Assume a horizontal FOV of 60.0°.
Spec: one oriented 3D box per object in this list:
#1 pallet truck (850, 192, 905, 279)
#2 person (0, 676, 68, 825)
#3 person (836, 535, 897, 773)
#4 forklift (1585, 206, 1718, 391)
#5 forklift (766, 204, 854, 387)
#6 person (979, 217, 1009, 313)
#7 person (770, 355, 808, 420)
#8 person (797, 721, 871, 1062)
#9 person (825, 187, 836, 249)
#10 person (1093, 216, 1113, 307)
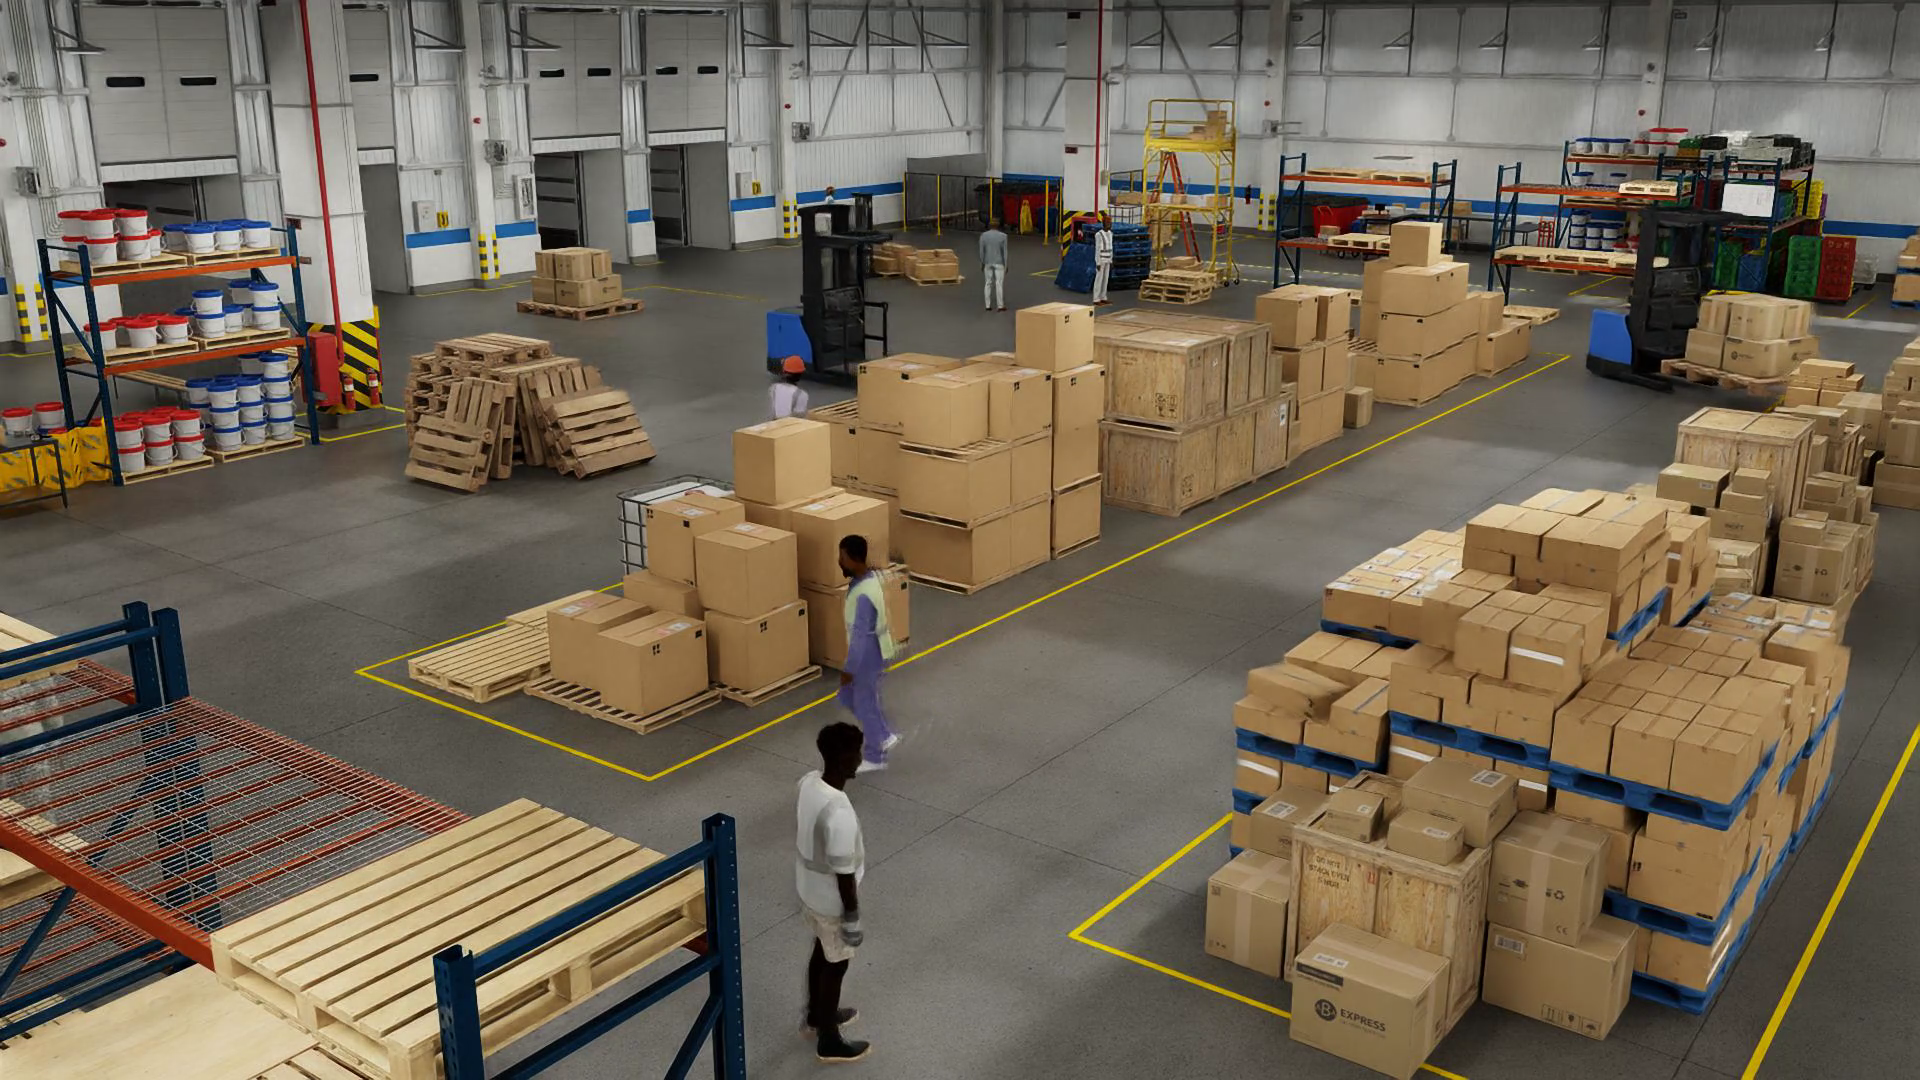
[{"bbox_3d":[-1.936,-7.159,38.982,1.885,1.965,0.823,-12,21,-34],"label":"pallet truck"},{"bbox_3d":[-6.183,1.400,10.837,0.634,1.921,0.698,-7,18,-21],"label":"person"},{"bbox_3d":[-0.744,0.874,12.563,0.479,1.898,0.589,-3,17,-10],"label":"person"},{"bbox_3d":[11.322,-3.991,26.989,1.129,2.768,1.873,-6,18,-20],"label":"forklift"},{"bbox_3d":[-2.203,-4.067,27.241,1.873,2.768,1.129,12,21,35],"label":"forklift"},{"bbox_3d":[0.701,-5.625,34.004,0.627,1.940,0.372,6,18,20],"label":"person"},{"bbox_3d":[-2.012,-1.195,19.371,0.549,1.918,0.700,11,20,32],"label":"person"},{"bbox_3d":[-0.679,1.904,9.051,0.402,1.955,0.631,-7,18,-23],"label":"person"},{"bbox_3d":[-3.444,-8.588,44.318,0.309,1.645,0.514,-6,18,-19],"label":"person"},{"bbox_3d":[3.007,-5.829,34.798,0.353,1.877,0.573,11,20,33],"label":"person"}]
